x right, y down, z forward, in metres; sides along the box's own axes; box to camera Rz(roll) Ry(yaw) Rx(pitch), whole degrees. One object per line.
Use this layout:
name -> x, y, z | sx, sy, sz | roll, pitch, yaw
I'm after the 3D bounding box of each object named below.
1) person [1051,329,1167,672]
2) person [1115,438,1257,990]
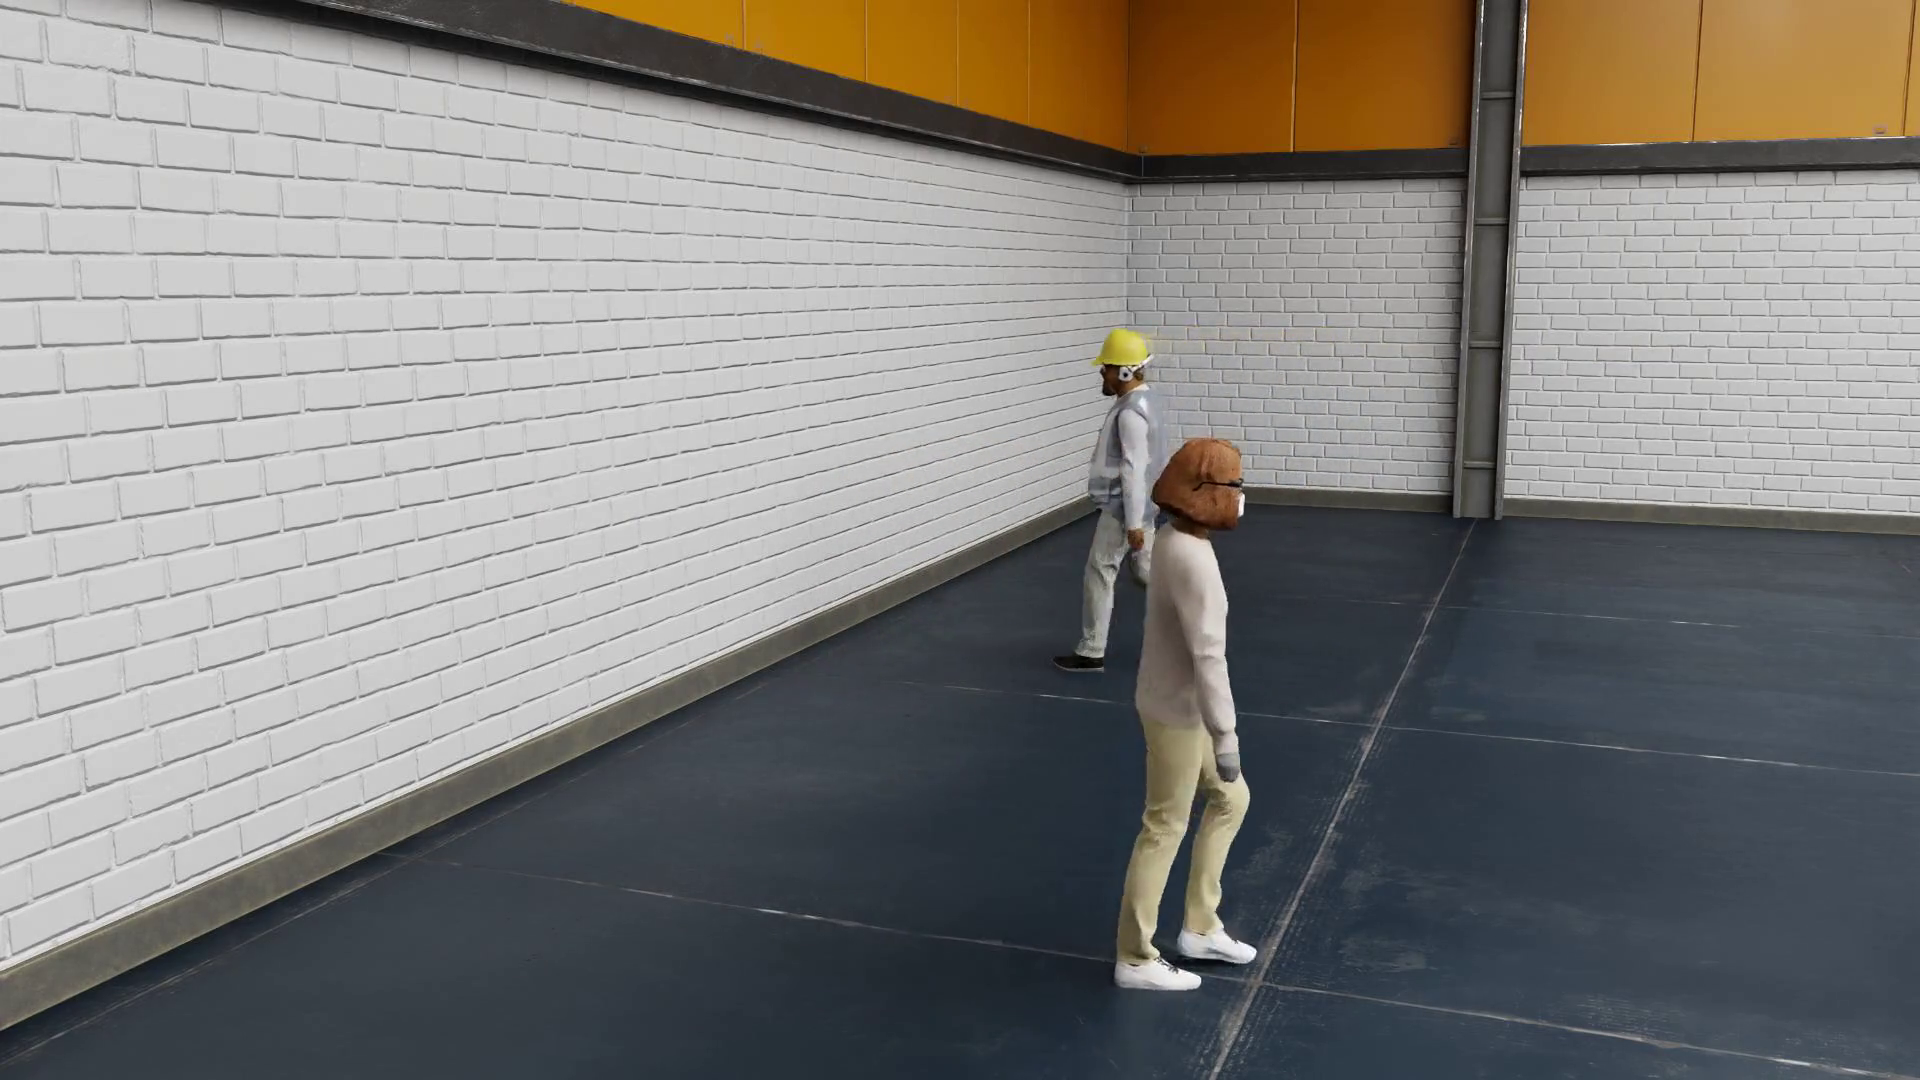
person -> 0.940, -0.190, 8.612 | 0.834, 1.803, 0.595 | 2, 9, 15
person -> 0.708, 0.510, 4.767 | 0.569, 1.611, 0.539 | 0, 9, 1
